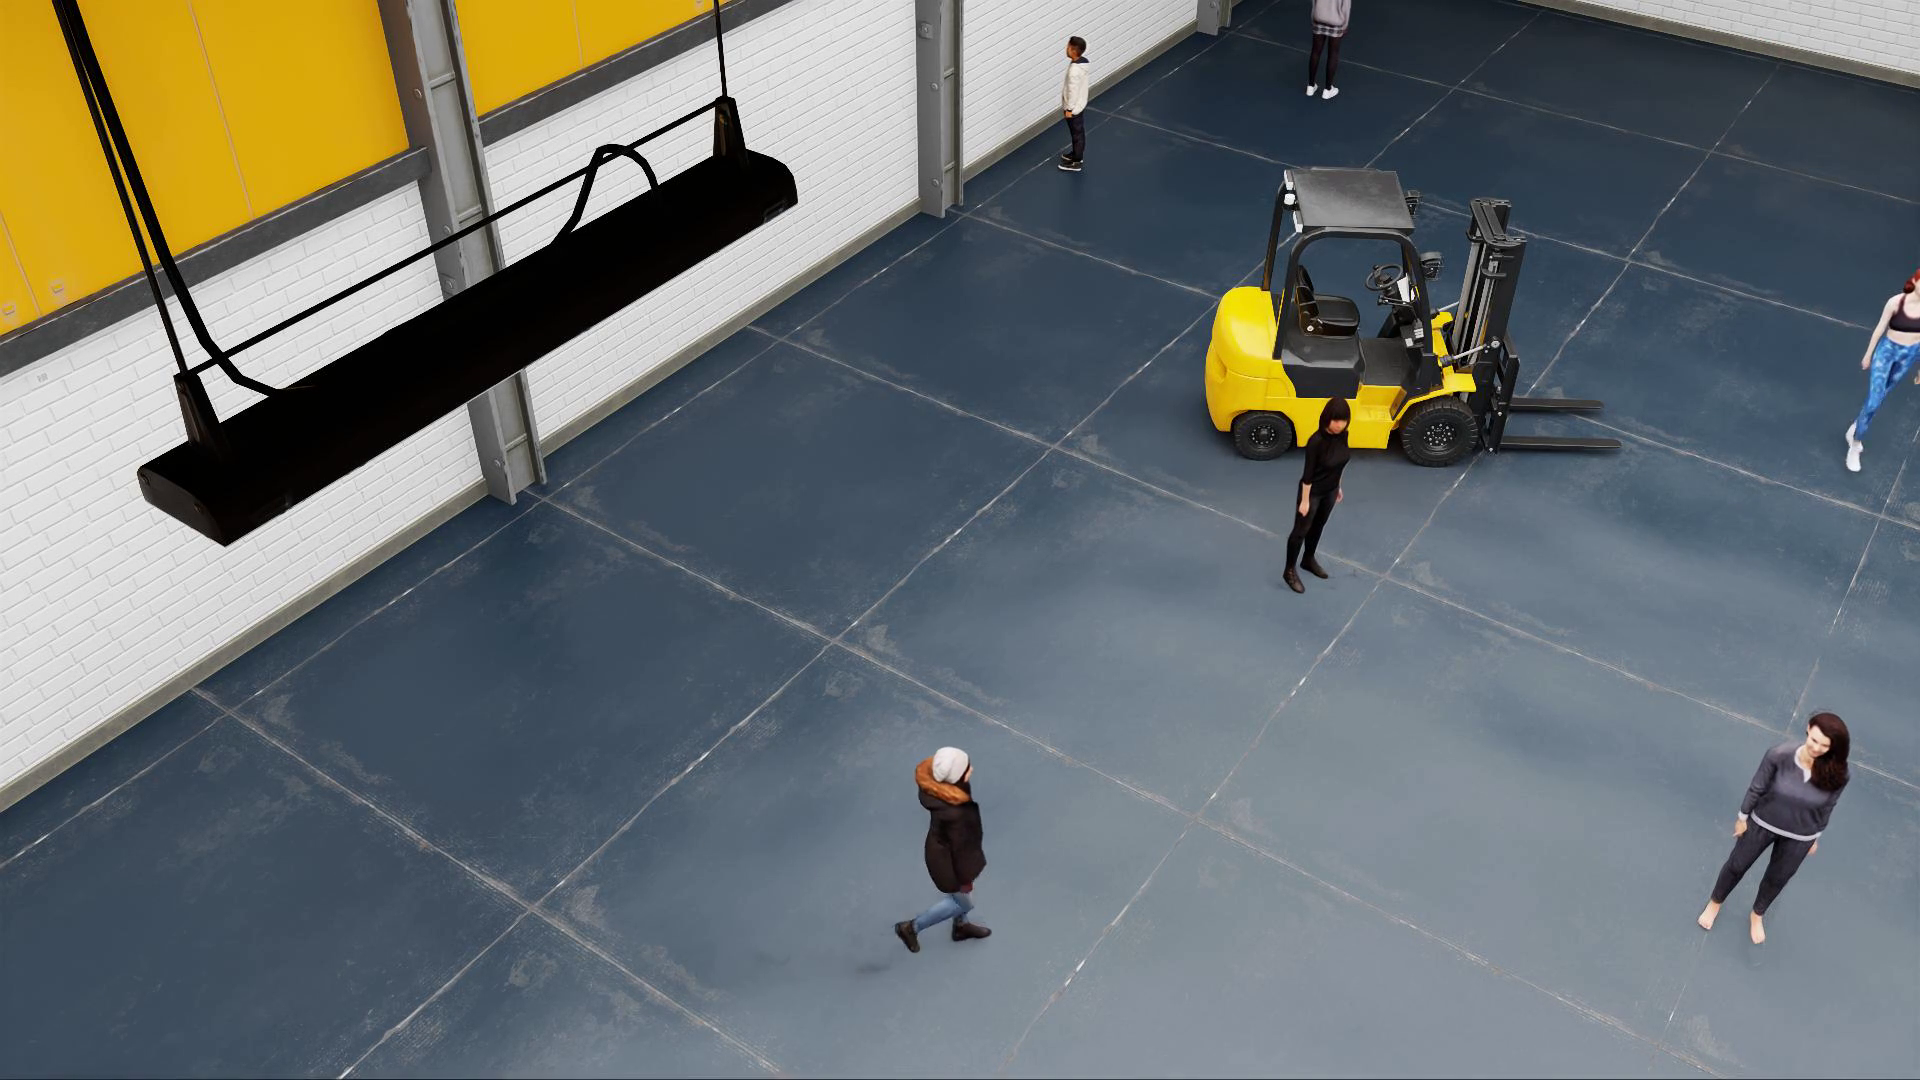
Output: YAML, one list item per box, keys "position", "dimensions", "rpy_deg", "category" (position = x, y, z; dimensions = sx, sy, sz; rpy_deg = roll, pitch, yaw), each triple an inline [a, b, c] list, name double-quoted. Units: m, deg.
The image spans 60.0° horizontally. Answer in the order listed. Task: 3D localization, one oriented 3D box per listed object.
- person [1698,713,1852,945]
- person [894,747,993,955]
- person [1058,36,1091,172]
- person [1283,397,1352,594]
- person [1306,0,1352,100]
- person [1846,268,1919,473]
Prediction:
- position: [4.752, 1.647, 9.630]
  dimensions: [0.663, 1.769, 0.595]
  rpy_deg: [14, 41, 16]
  category: "person"
- position: [-0.104, 1.813, 9.539]
  dimensions: [0.963, 1.625, 0.903]
  rpy_deg: [-6, 39, -8]
  category: "person"
- position: [1.240, -4.679, 17.806]
  dimensions: [0.705, 1.453, 0.561]
  rpy_deg: [8, 39, 10]
  category: "person"
- position: [2.637, -0.373, 12.263]
  dimensions: [0.557, 1.641, 0.700]
  rpy_deg: [-24, 44, -27]
  category: "person"
- position: [4.252, -5.985, 19.186]
  dimensions: [0.622, 1.771, 0.538]
  rpy_deg: [21, 43, 24]
  category: "person"
- position: [7.572, -1.485, 13.557]
  dimensions: [0.797, 1.765, 0.945]
  rpy_deg: [4, 39, 5]
  category: "person"
